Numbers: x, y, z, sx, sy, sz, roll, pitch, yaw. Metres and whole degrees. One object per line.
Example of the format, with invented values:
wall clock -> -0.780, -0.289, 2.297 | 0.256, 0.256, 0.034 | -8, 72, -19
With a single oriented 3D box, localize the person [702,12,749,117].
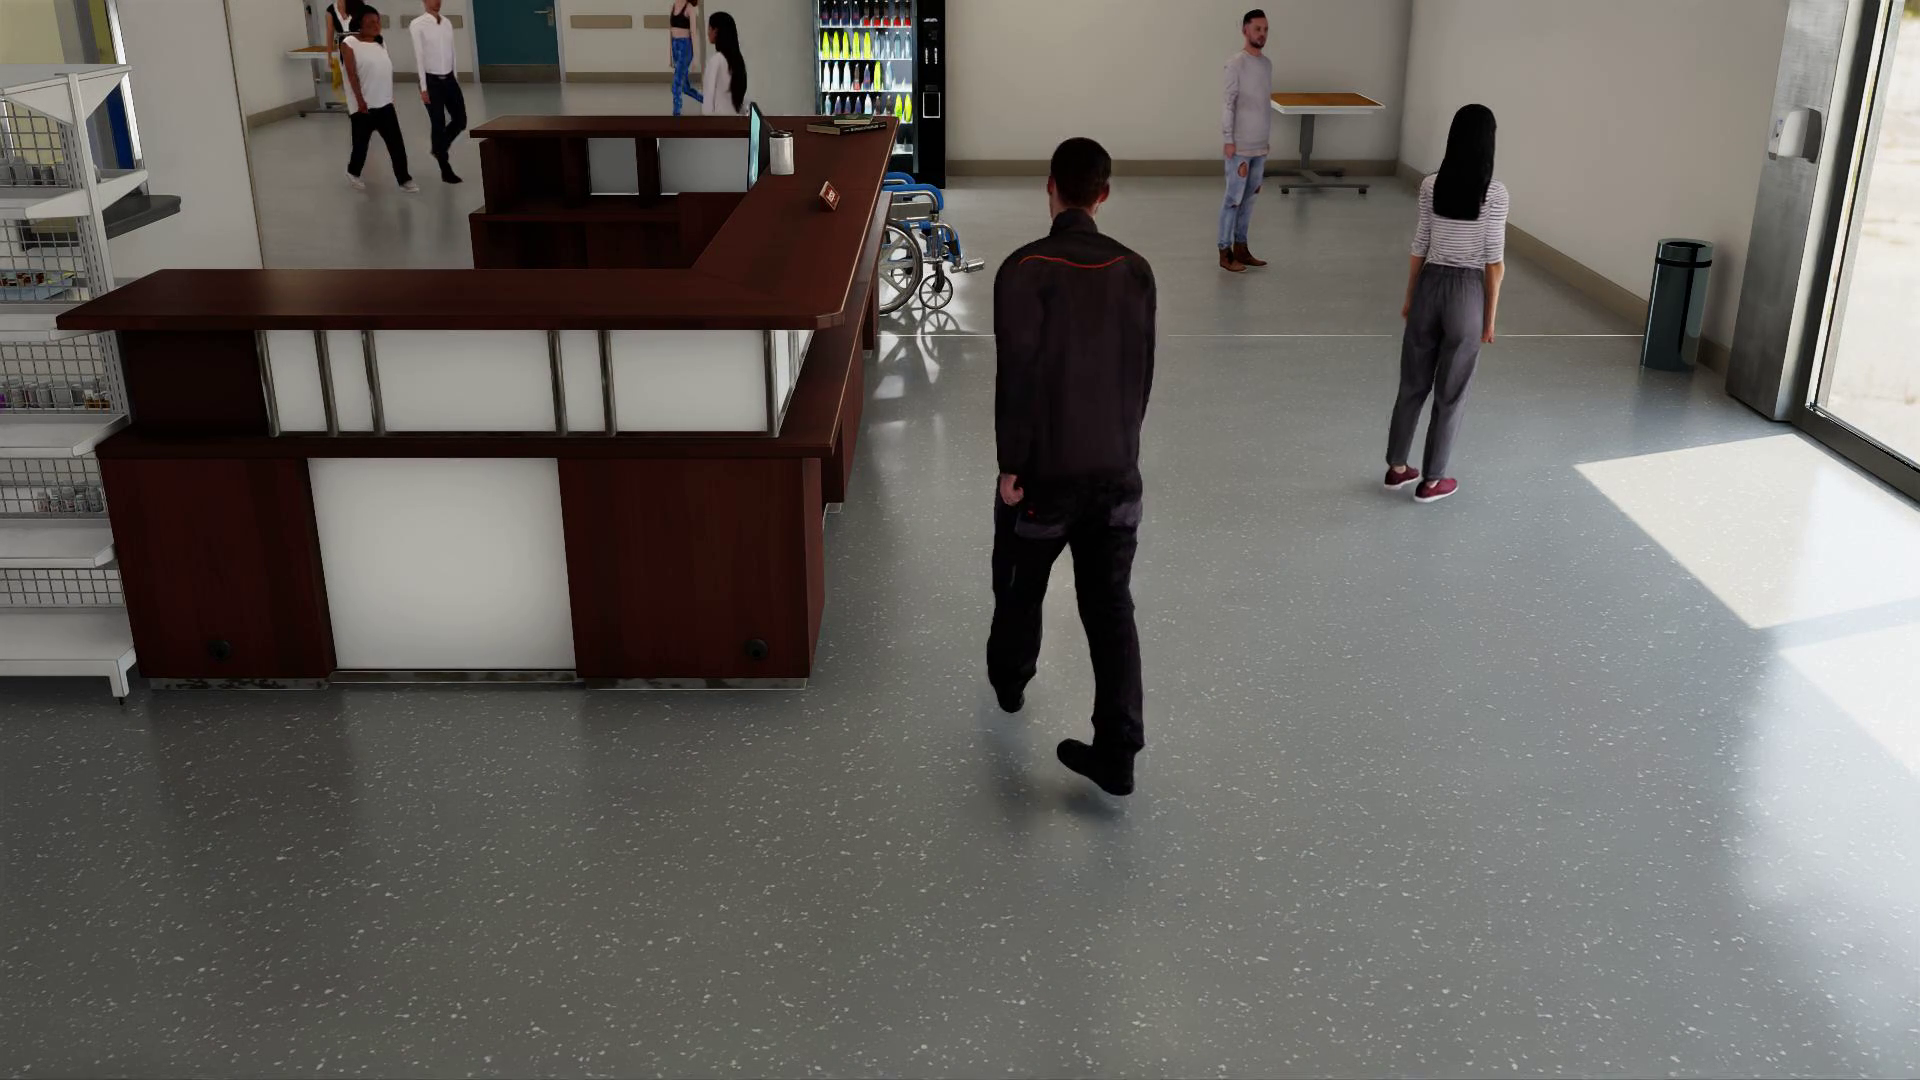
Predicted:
person -> -1.616, -2.895, 12.170 | 1.267, 1.762, 0.863 | 6, 22, 17

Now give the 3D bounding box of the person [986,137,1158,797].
person -> 0.344, -0.154, 4.810 | 1.205, 1.849, 1.046 | -9, 23, -23

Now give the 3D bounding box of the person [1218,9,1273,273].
person -> 2.070, -2.901, 12.079 | 0.756, 1.838, 0.816 | -19, 28, -41

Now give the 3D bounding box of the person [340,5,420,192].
person -> -5.468, -4.039, 15.336 | 1.190, 1.658, 1.065 | 15, 26, 35

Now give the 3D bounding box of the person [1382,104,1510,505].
person -> 2.103, -1.009, 7.247 | 0.690, 1.722, 0.755 | 19, 28, 40

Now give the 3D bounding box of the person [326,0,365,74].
person -> -6.866, -5.435, 18.852 | 0.759, 1.780, 0.743 | -3, 21, -7

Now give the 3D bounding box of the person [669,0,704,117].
person -> -3.105, -5.527, 19.128 | 1.151, 1.755, 1.080 | -19, 28, -41

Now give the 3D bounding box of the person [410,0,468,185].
person -> -5.075, -4.397, 16.009 | 0.980, 1.853, 0.908 | 18, 27, 39
